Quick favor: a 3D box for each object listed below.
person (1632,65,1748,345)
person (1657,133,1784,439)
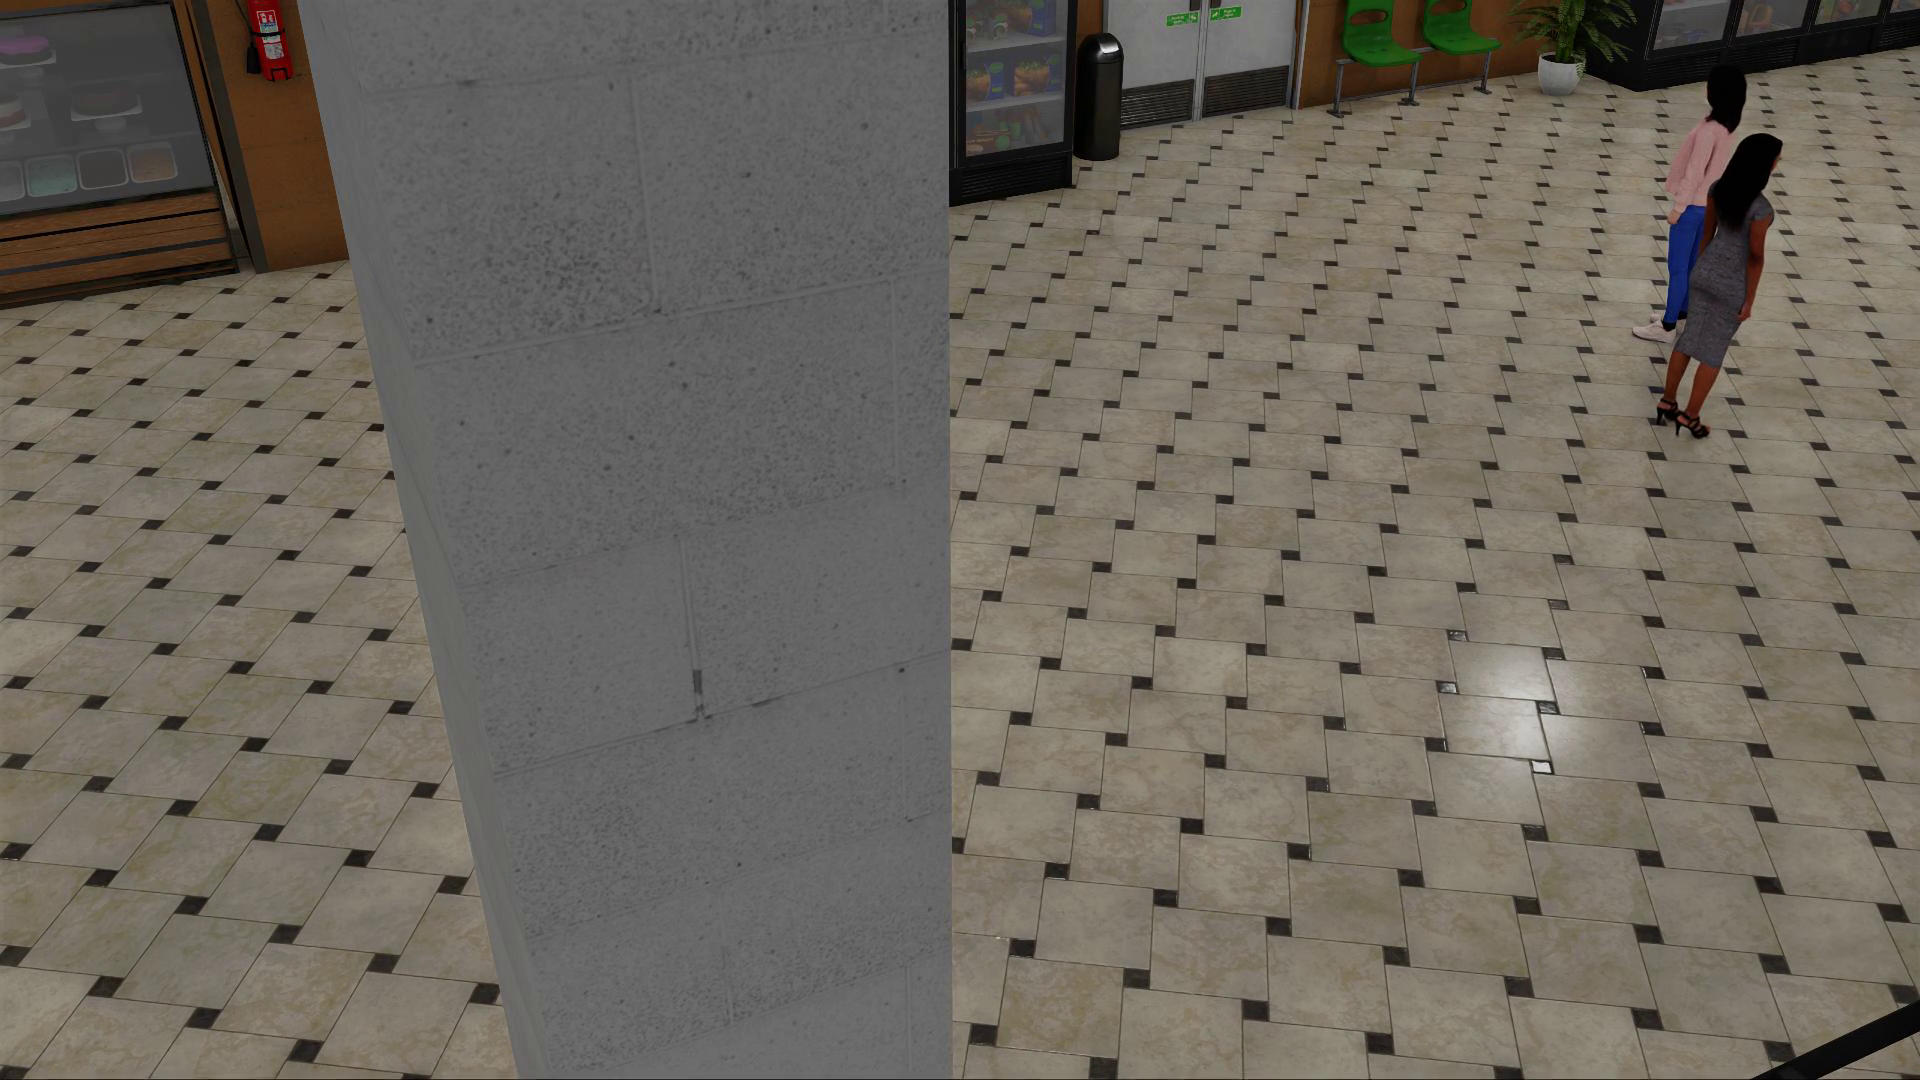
[{"bbox_3d":[4.604,-2.092,10.400,0.677,1.770,0.711,27,41,36],"label":"person"},{"bbox_3d":[4.226,-1.399,9.280,0.641,1.778,0.442,-13,34,-20],"label":"person"}]
